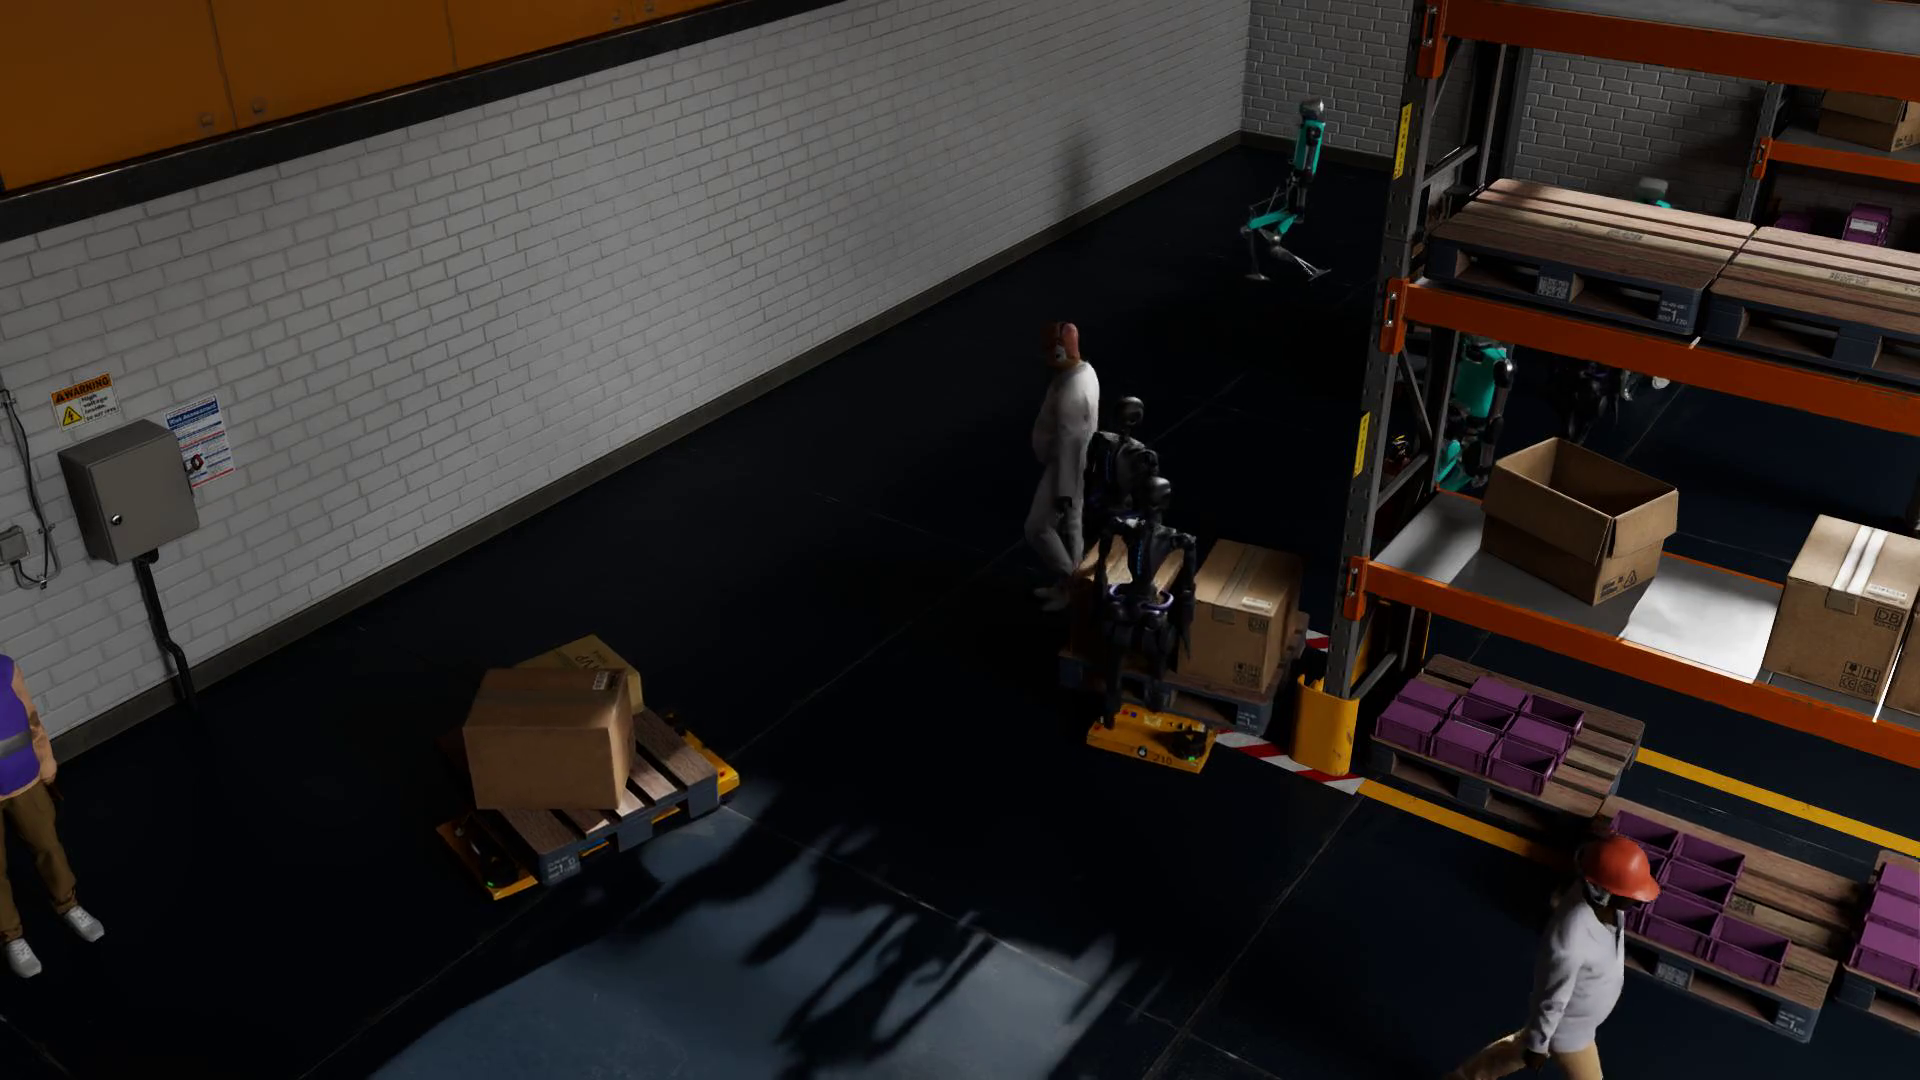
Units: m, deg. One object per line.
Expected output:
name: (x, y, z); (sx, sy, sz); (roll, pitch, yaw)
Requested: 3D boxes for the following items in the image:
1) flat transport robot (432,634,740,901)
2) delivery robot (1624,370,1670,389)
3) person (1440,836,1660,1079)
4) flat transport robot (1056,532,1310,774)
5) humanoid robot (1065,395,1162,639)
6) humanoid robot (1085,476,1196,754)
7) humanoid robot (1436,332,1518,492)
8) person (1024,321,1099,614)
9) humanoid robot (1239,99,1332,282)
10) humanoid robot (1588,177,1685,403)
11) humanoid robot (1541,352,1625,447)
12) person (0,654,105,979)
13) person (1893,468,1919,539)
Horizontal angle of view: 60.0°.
flat transport robot: (-1.933, 1.353, 8.692); (1.431, 0.231, 0.659); (-23, 37, -34)
delivery robot: (5.539, -1.583, 13.489); (0.513, 0.584, 0.744); (1, 30, 3)
person: (2.357, 1.794, 6.482); (0.871, 1.711, 0.566); (18, 34, 28)
flat transport robot: (1.283, 0.812, 9.632); (0.659, 0.231, 1.431); (13, 32, 21)
humanoid robot: (0.917, -0.078, 9.772); (0.587, 1.646, 0.375); (24, 38, 35)
humanoid robot: (0.952, 0.420, 8.899); (0.601, 1.650, 0.327); (12, 32, 20)
humanoid robot: (3.017, -0.488, 10.490); (0.672, 1.872, 0.532); (-11, 32, -18)
person: (0.628, -0.432, 10.175); (0.418, 1.889, 0.665); (7, 31, 11)
humanoid robot: (2.875, -3.069, 14.918); (1.039, 1.742, 0.558); (3, 30, 5)
humanoid robot: (5.142, -1.851, 12.710); (0.546, 1.729, 0.701); (10, 31, 17)
humanoid robot: (4.274, -1.042, 11.495); (0.583, 1.630, 0.807); (26, 39, 37)
person: (-4.345, 1.102, 7.478); (0.426, 1.924, 0.529); (25, 39, 37)
person: (6.584, -0.845, 10.901); (0.555, 1.876, 0.403); (7, 31, 12)
